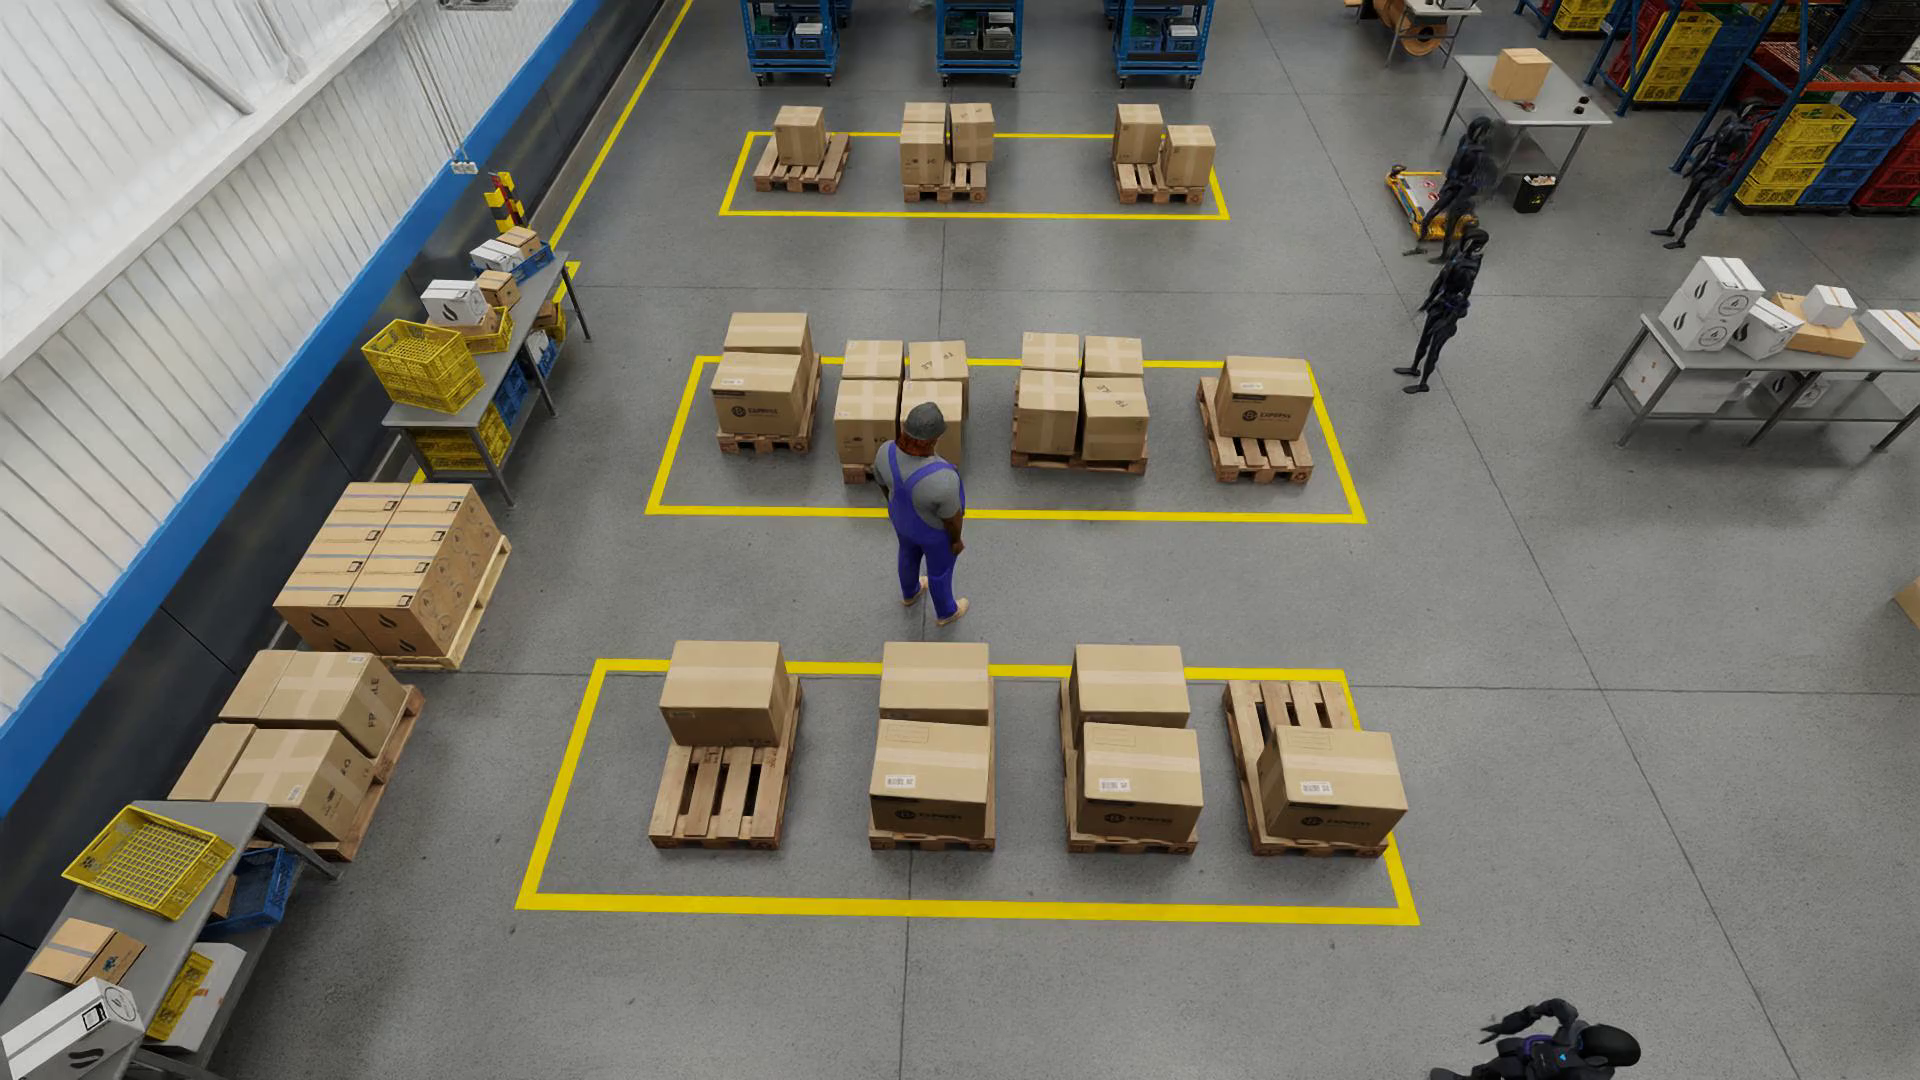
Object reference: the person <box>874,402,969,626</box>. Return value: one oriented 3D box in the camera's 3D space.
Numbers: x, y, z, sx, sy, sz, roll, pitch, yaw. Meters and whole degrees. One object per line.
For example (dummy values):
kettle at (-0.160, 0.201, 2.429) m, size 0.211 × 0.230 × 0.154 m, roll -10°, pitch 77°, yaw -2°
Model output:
person at (-0.216, -0.176, 6.515) m, size 0.677 × 2.000 × 0.537 m, roll 31°, pitch 56°, yaw 24°

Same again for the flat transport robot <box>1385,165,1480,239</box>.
flat transport robot at (5.692, -4.094, 11.059) m, size 0.652 × 0.197 × 1.431 m, roll 1°, pitch 49°, yaw 1°

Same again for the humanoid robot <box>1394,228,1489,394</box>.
humanoid robot at (4.420, -2.086, 8.398) m, size 0.328 × 1.657 × 0.590 m, roll 2°, pitch 49°, yaw 2°

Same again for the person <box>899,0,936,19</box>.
person at (-0.731, -9.375, 14.607) m, size 0.787 × 1.844 × 0.671 m, roll -13°, pitch 50°, yaw -11°

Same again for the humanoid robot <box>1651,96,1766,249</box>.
humanoid robot at (8.248, -4.024, 10.076) m, size 0.328 × 1.657 × 0.590 m, roll 2°, pitch 49°, yaw 2°

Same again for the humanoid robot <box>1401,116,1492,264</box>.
humanoid robot at (5.284, -3.717, 9.830) m, size 0.622 × 1.637 × 0.598 m, roll -5°, pitch 49°, yaw -5°

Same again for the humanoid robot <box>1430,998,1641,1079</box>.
humanoid robot at (2.706, 2.587, 4.353) m, size 0.328 × 1.657 × 0.590 m, roll 2°, pitch 49°, yaw 2°
